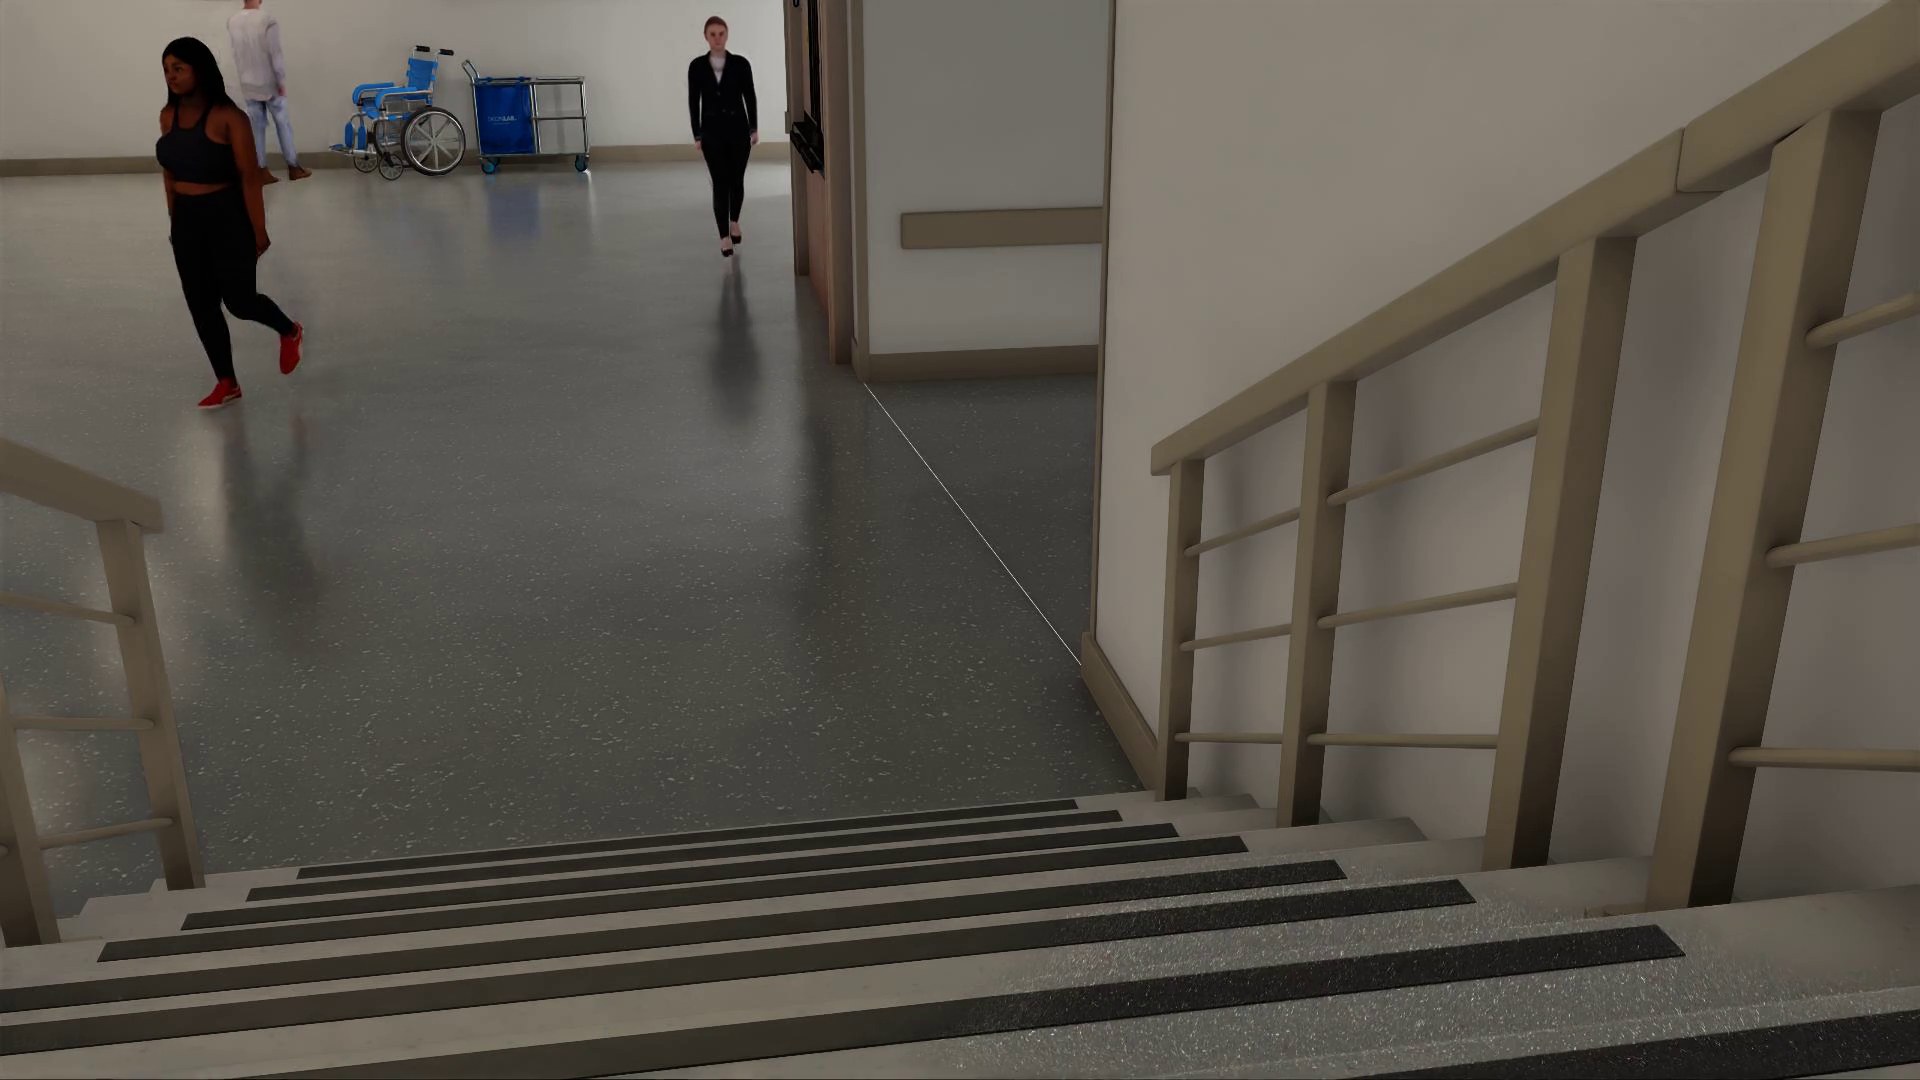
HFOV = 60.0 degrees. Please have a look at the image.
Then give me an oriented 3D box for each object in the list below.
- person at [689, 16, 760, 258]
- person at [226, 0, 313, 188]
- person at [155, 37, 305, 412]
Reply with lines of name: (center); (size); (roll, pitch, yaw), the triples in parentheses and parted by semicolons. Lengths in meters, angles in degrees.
person: (-1.686, -2.884, 12.006); (0.620, 1.641, 1.065); (-4, 21, -9)
person: (-6.334, -4.117, 14.998); (0.848, 1.827, 0.949); (4, 21, 9)
person: (-3.679, -1.578, 8.331); (0.900, 1.800, 1.049); (6, 22, 15)
